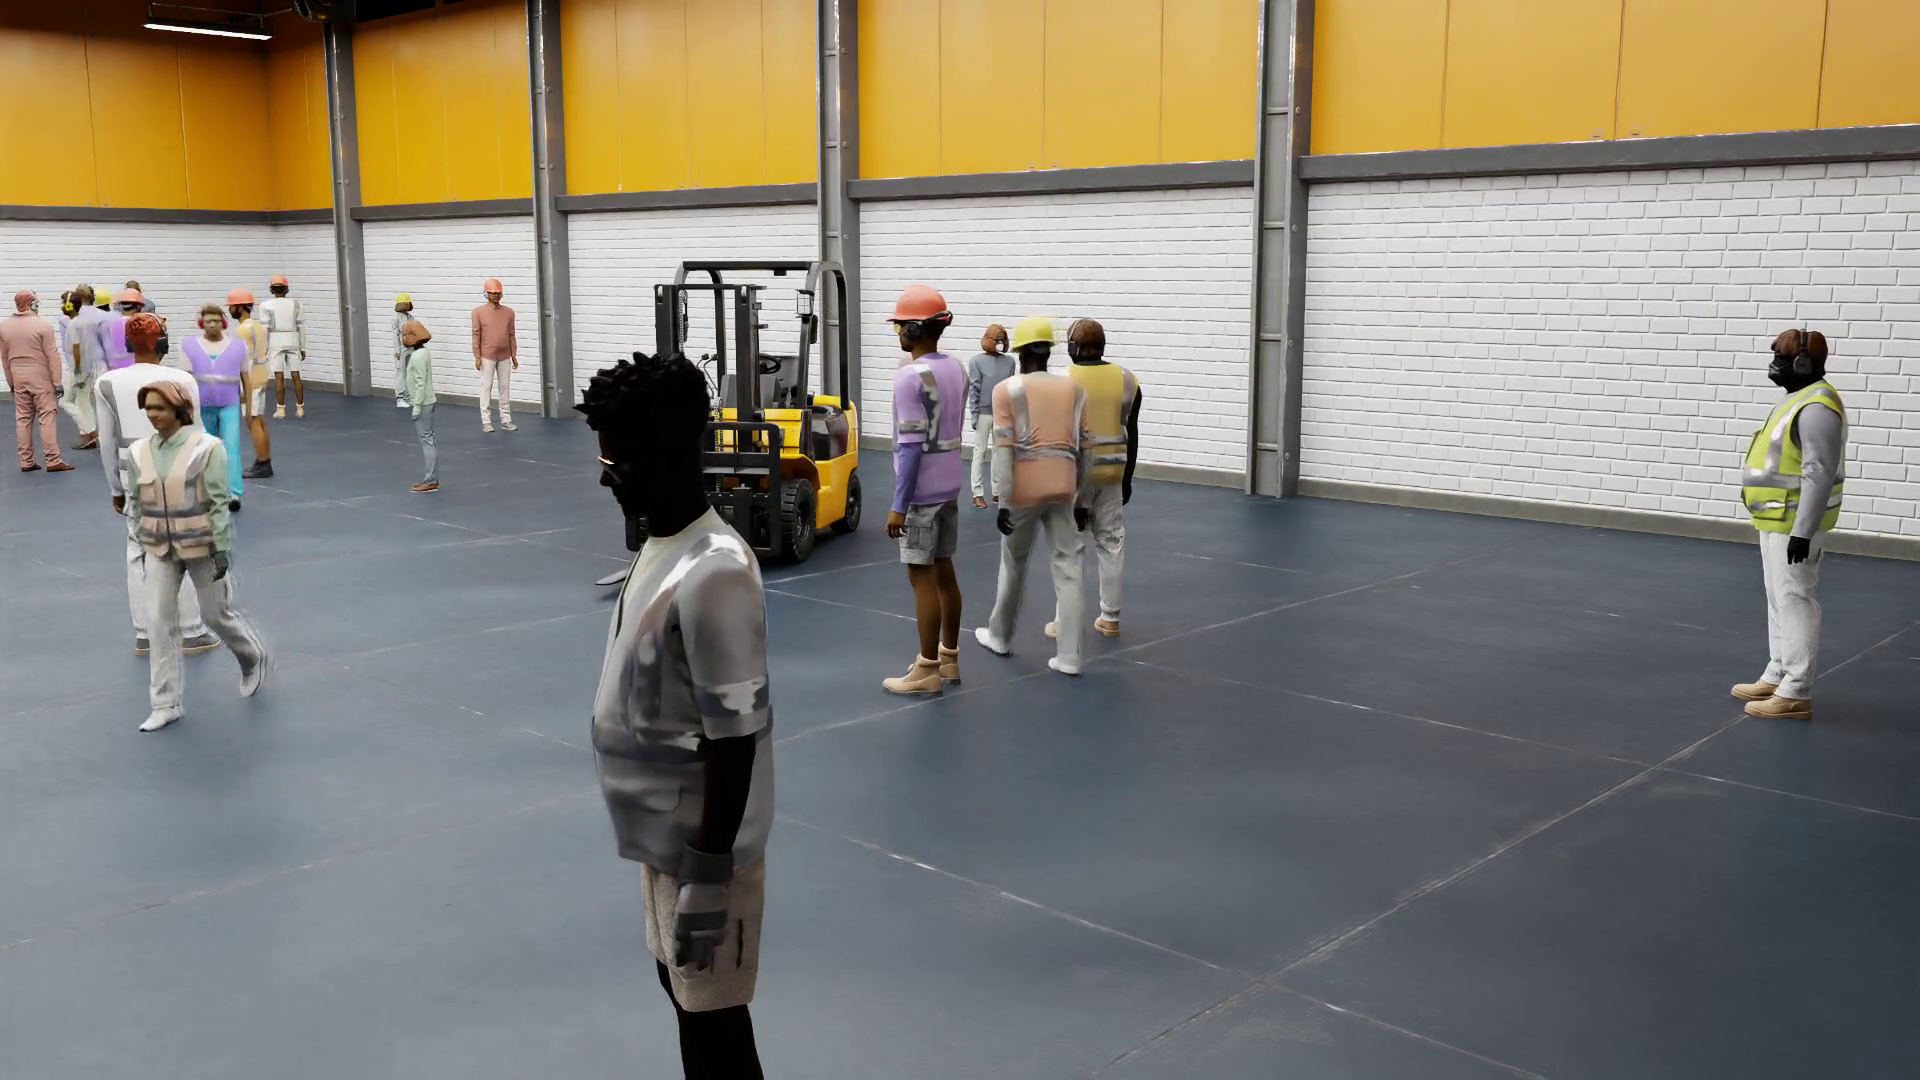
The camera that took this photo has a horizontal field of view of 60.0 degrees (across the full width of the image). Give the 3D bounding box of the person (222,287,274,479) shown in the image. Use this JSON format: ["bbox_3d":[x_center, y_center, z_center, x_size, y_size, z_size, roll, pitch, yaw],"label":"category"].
[{"bbox_3d":[-7.233,-1.588,16.874,0.378,1.933,0.551,-1,9,-9],"label":"person"}]

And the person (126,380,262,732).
[{"bbox_3d":[-3.640,0.039,7.872,0.512,1.613,0.721,1,9,4],"label":"person"}]

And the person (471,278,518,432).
[{"bbox_3d":[-6.069,-2.412,21.742,0.613,1.994,0.382,-8,12,-41],"label":"person"}]

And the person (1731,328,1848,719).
[{"bbox_3d":[3.934,-0.078,7.900,0.429,1.842,0.635,3,10,16],"label":"person"}]

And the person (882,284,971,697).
[{"bbox_3d":[-0.187,-0.240,8.275,0.375,2.044,0.605,4,10,24],"label":"person"}]

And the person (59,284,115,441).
[{"bbox_3d":[-10.703,-2.176,20.468,0.628,1.940,0.373,0,9,0],"label":"person"}]

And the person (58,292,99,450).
[{"bbox_3d":[-10.324,-1.966,19.430,0.408,1.853,0.524,-1,9,-4],"label":"person"}]

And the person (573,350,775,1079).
[{"bbox_3d":[-0.574,0.592,3.434,0.377,1.959,0.604,-3,10,-20],"label":"person"}]

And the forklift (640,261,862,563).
[{"bbox_3d":[-1.552,-1.040,12.721,1.214,2.155,2.313,2,9,11],"label":"forklift"}]

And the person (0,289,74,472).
[{"bbox_3d":[-9.655,-1.658,17.377,0.642,1.913,0.410,1,9,8],"label":"person"}]

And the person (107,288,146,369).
[{"bbox_3d":[-9.192,-1.823,18.392,0.552,1.913,0.629,3,10,20],"label":"person"}]

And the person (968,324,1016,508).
[{"bbox_3d":[0.298,-1.109,14.856,0.499,1.633,0.283,-6,11,-33],"label":"person"}]

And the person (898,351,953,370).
[{"bbox_3d":[-0.286,-1.036,14.141,0.580,1.708,0.793,-3,10,-18],"label":"person"}]

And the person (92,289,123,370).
[{"bbox_3d":[-10.838,-2.271,21.281,0.397,1.873,0.633,0,9,2],"label":"person"}]

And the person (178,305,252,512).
[{"bbox_3d":[-6.500,-1.138,14.536,0.576,1.797,0.957,-3,10,-18],"label":"person"}]

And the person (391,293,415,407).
[{"bbox_3d":[-8.531,-2.919,25.613,0.286,1.746,0.489,3,10,19],"label":"person"}]

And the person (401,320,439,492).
[{"bbox_3d":[-5.141,-1.273,15.861,0.278,1.633,0.498,-2,9,-11],"label":"person"}]

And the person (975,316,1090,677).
[{"bbox_3d":[0.411,-0.248,8.880,0.600,1.861,0.897,-4,10,-23],"label":"person"}]

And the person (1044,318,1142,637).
[{"bbox_3d":[0.718,-0.342,9.520,0.627,1.844,0.429,-4,10,-22],"label":"person"}]

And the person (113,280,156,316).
[{"bbox_3d":[-13.389,-3.250,27.050,0.627,1.940,0.372,-6,11,-32],"label":"person"}]

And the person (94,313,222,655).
[{"bbox_3d":[-4.397,-0.299,9.133,0.574,1.882,0.356,0,9,0],"label":"person"}]

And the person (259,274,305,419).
[{"bbox_3d":[-9.610,-2.739,23.608,0.609,2.040,0.395,-7,11,-35],"label":"person"}]
